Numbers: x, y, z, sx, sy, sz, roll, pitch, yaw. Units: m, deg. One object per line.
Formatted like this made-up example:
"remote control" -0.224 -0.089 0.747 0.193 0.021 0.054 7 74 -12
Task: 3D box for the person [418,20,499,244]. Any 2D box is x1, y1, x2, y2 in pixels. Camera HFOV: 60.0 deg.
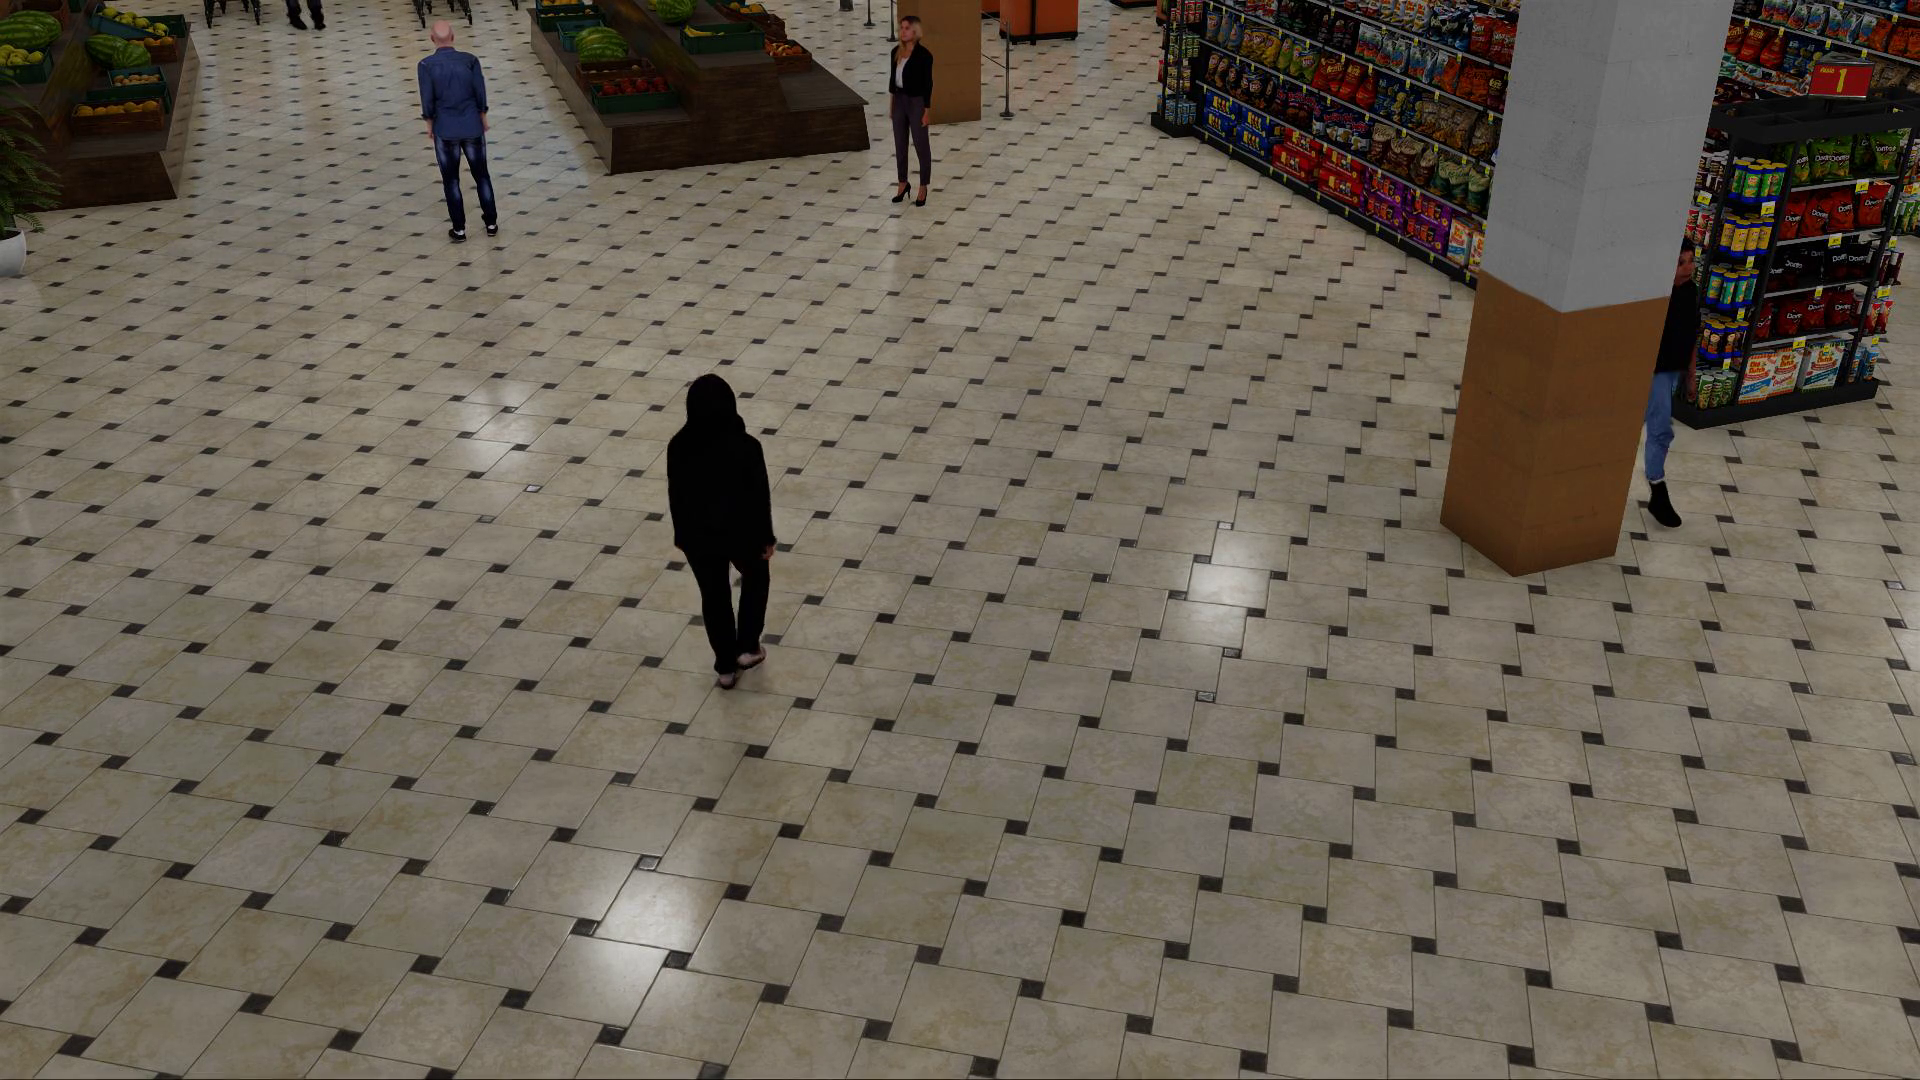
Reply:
"person" -4.213 -3.431 13.972 0.742 1.826 0.626 -14 32 -24

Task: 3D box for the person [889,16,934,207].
"person" -0.435 -3.806 14.893 0.651 1.602 0.735 17 33 28

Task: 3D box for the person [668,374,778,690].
"person" -1.131 0.016 7.887 0.758 1.608 0.761 1 29 2

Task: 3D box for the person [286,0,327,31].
"person" -8.603 -7.496 21.454 0.986 1.791 1.269 -25 38 -38
